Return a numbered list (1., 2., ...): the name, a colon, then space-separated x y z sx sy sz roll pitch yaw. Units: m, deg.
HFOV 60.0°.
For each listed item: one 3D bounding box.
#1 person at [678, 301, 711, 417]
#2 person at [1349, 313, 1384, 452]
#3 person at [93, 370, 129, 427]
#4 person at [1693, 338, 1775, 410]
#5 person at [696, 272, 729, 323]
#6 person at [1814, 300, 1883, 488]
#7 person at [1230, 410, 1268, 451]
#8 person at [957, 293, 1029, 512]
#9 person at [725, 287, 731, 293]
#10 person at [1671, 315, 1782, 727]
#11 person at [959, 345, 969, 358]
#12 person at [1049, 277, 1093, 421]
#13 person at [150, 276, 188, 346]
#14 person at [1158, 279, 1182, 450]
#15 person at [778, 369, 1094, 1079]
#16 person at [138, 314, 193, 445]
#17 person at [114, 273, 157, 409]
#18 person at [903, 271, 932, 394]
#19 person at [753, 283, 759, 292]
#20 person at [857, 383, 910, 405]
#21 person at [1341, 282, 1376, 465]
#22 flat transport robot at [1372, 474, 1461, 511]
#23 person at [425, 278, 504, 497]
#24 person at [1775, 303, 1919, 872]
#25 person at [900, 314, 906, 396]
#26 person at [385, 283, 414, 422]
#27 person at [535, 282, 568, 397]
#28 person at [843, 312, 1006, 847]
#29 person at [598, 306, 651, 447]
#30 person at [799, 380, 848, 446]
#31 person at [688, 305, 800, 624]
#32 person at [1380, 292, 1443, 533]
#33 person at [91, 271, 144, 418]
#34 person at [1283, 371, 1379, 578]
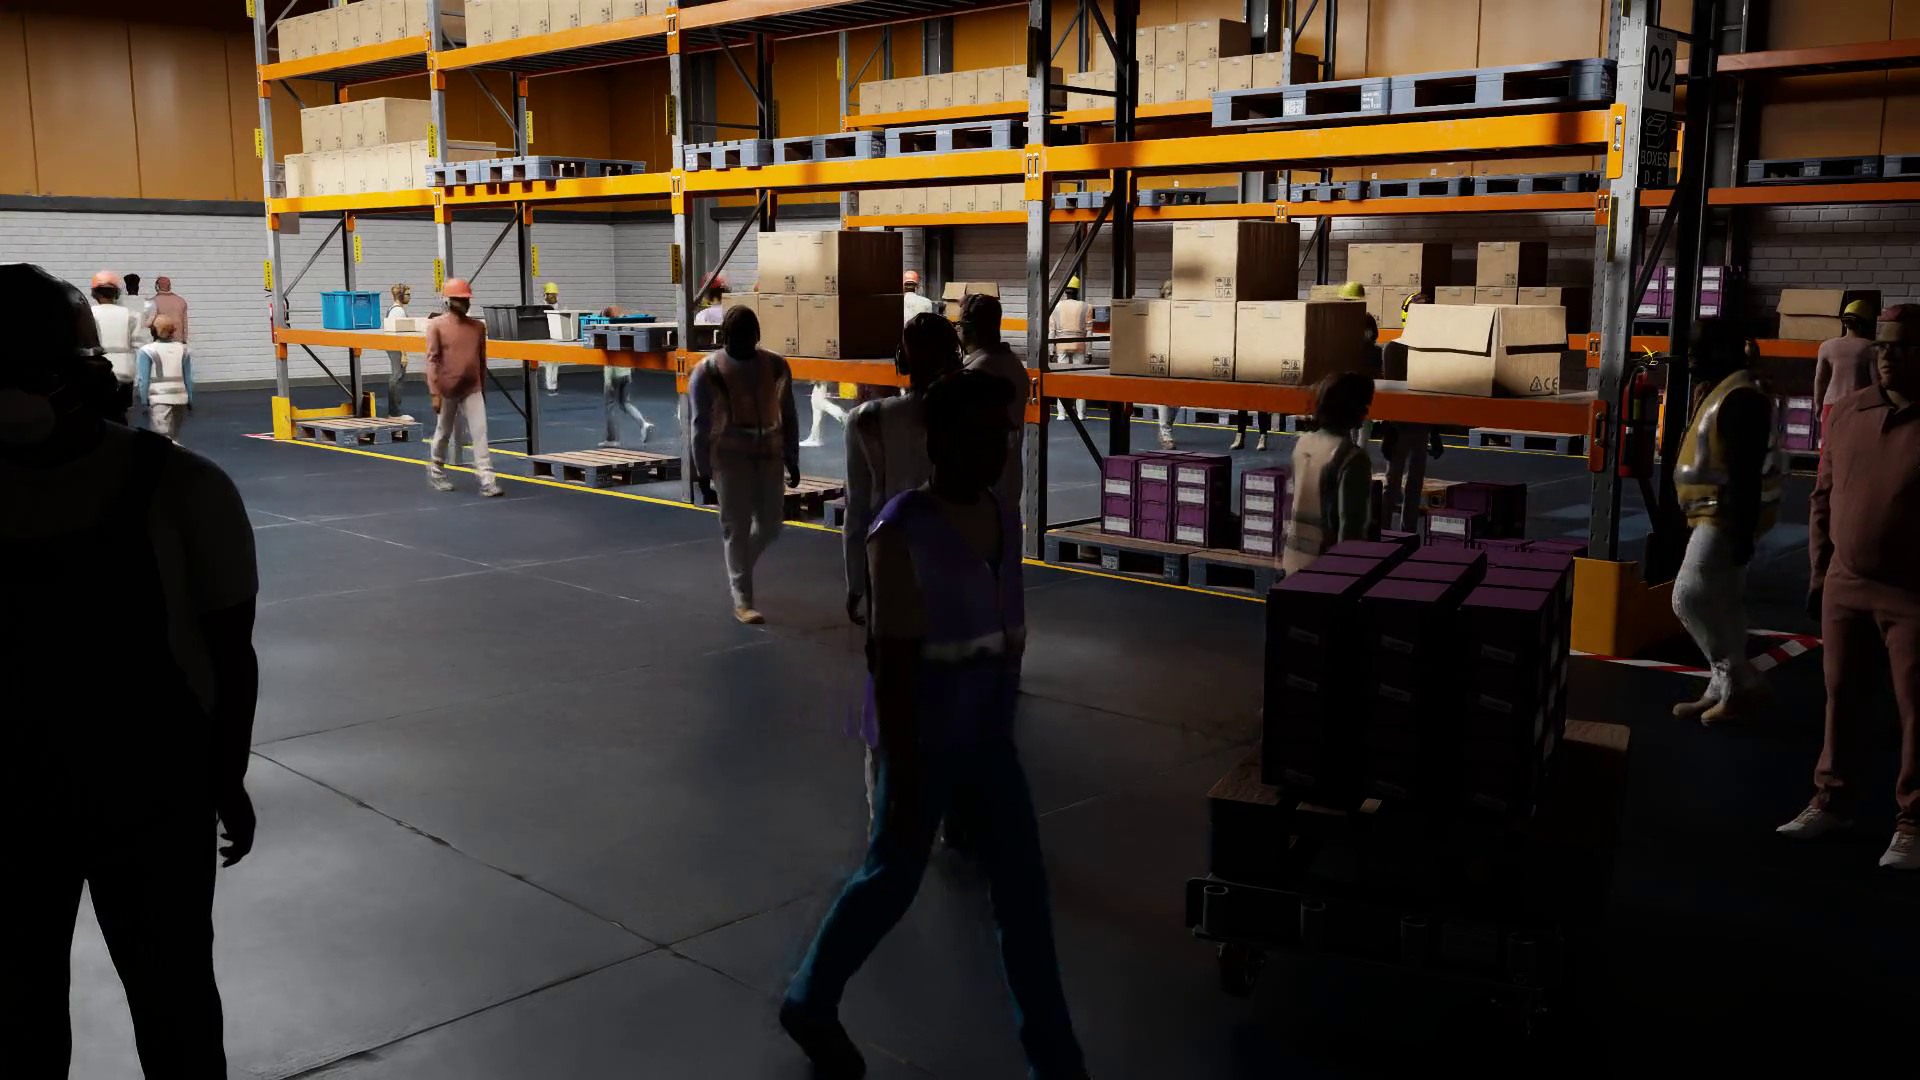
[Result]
1. person: -3.294 -2.294 21.317 0.789 1.706 0.493 6 11 33
2. person: 3.650 -1.258 15.176 0.518 1.621 0.362 -3 10 -20
3. person: -4.182 -0.213 7.791 0.651 1.943 0.995 -9 13 -43
4. person: 4.840 -0.480 10.499 0.524 1.606 0.820 0 9 2
5. person: -2.438 -1.722 16.959 0.617 1.992 1.041 -8 13 -42
6. person: 7.381 -1.103 13.814 0.327 1.767 0.533 -9 13 -42
7. person: 3.264 -1.839 18.537 0.541 1.695 0.315 5 10 28
8. person: 0.102 -0.229 8.035 0.400 1.905 0.644 3 10 19
9. person: -2.862 -2.175 20.204 0.619 1.836 0.431 4 10 22
10. person: 3.367 -0.075 7.359 0.449 1.822 0.650 3 10 18
11. person: 0.225 -2.572 23.248 0.502 1.627 0.272 -5 10 -26
12. person: 1.469 -2.533 22.117 0.589 1.919 0.392 1 9 7
13. person: -12.039 -3.038 25.247 0.406 1.911 0.639 6 11 32
14. person: 2.374 -1.995 18.860 0.639 1.914 0.852 -1 9 -6
15. person: -0.059 0.482 4.002 0.966 1.803 0.587 6 11 33
16. person: -7.216 -1.257 15.225 0.685 1.618 0.522 5 11 29
17. person: -11.915 -2.871 24.073 0.606 1.958 0.375 -4 10 -22
18. person: -0.675 -2.677 22.763 0.624 1.992 0.390 -2 9 -11
19. person: -2.103 -1.802 17.708 0.963 1.886 0.576 7 12 37
20. person: -0.686 -1.317 15.283 0.528 1.720 0.898 -8 12 -41
21. person: 3.939 -1.634 16.700 0.590 1.881 0.968 -5 11 -28
22. flat transport robot: 3.816 -0.397 14.060 0.652 0.197 1.431 -7 12 -38
23. person: -4.490 -1.364 14.877 1.050 1.944 0.636 9 13 43
24. person: 3.163 0.158 5.653 0.399 1.909 0.642 -5 11 -29
25. person: -0.794 -2.082 19.612 0.969 1.841 0.591 3 10 19
26. person: -7.422 -2.474 22.045 0.364 1.834 0.521 -5 10 -27
27. person: -6.434 -3.183 26.457 0.615 1.805 0.724 -9 13 -44
28. person: -0.121 0.151 5.809 0.578 1.878 0.351 1 9 5
29. person: -3.818 -1.840 18.779 0.586 1.610 0.500 5 11 30
30. person: -1.480 -1.944 18.781 0.805 1.842 0.503 4 10 24
31. person: -1.270 -0.455 9.686 0.634 1.820 0.683 -5 11 -29
32. person: 3.037 -0.721 11.151 0.521 1.873 0.336 -5 10 -27
33. person: -8.378 -1.623 16.323 1.004 1.993 0.615 8 12 41
34. person: 1.520 0.134 6.685 0.558 1.619 0.521 -4 10 -22
